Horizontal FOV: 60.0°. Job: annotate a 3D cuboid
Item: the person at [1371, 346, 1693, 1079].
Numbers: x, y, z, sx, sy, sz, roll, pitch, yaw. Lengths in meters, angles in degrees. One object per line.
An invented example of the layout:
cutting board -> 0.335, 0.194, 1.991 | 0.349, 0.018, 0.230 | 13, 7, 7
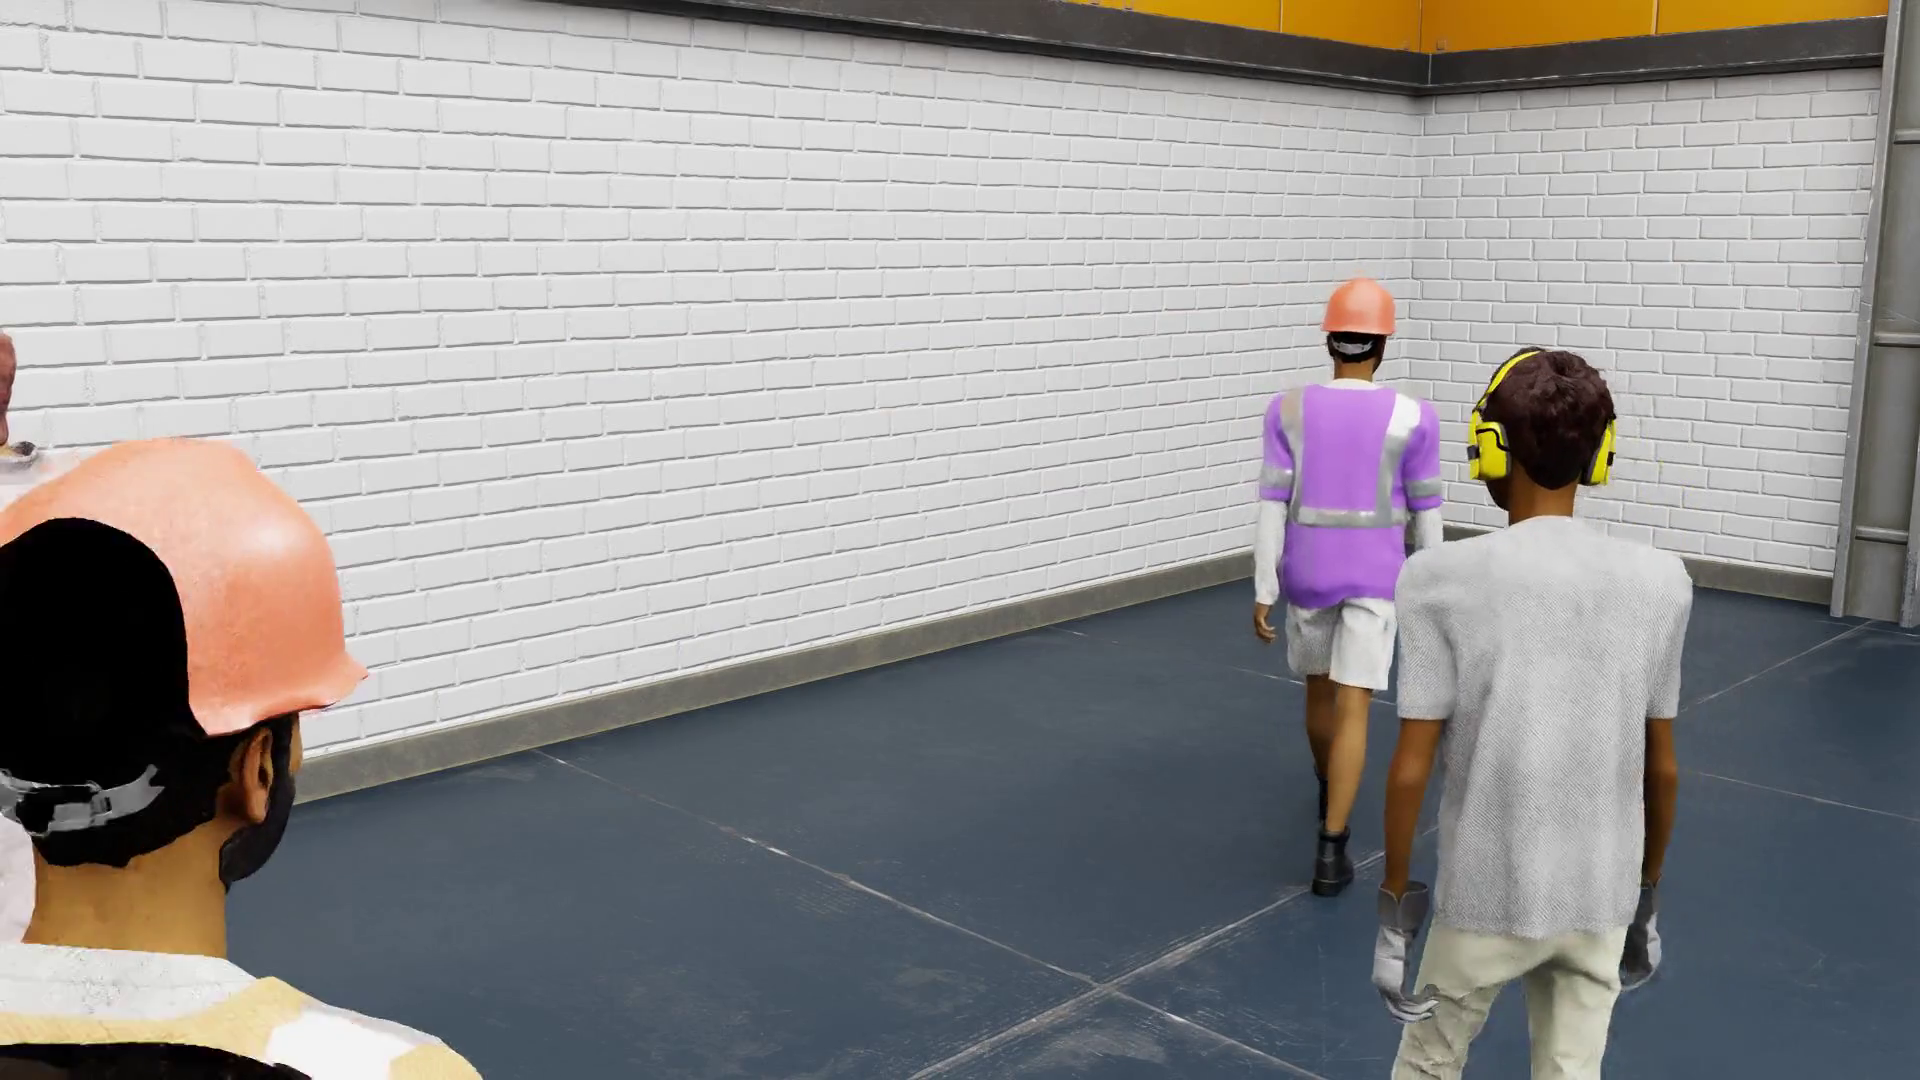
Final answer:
person -> 0.932, 0.614, 2.749 | 0.518, 1.843, 0.434 | 0, 10, -1

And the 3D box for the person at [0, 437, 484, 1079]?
person -> -0.570, 0.868, 1.241 | 0.568, 1.885, 0.986 | 0, 10, 2

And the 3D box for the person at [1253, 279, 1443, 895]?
person -> 1.259, 0.113, 5.368 | 0.567, 1.877, 1.005 | 4, 11, 22

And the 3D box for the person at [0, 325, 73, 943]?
person -> -1.688, 0.552, 2.895 | 0.406, 1.911, 0.636 | 0, 10, 1
